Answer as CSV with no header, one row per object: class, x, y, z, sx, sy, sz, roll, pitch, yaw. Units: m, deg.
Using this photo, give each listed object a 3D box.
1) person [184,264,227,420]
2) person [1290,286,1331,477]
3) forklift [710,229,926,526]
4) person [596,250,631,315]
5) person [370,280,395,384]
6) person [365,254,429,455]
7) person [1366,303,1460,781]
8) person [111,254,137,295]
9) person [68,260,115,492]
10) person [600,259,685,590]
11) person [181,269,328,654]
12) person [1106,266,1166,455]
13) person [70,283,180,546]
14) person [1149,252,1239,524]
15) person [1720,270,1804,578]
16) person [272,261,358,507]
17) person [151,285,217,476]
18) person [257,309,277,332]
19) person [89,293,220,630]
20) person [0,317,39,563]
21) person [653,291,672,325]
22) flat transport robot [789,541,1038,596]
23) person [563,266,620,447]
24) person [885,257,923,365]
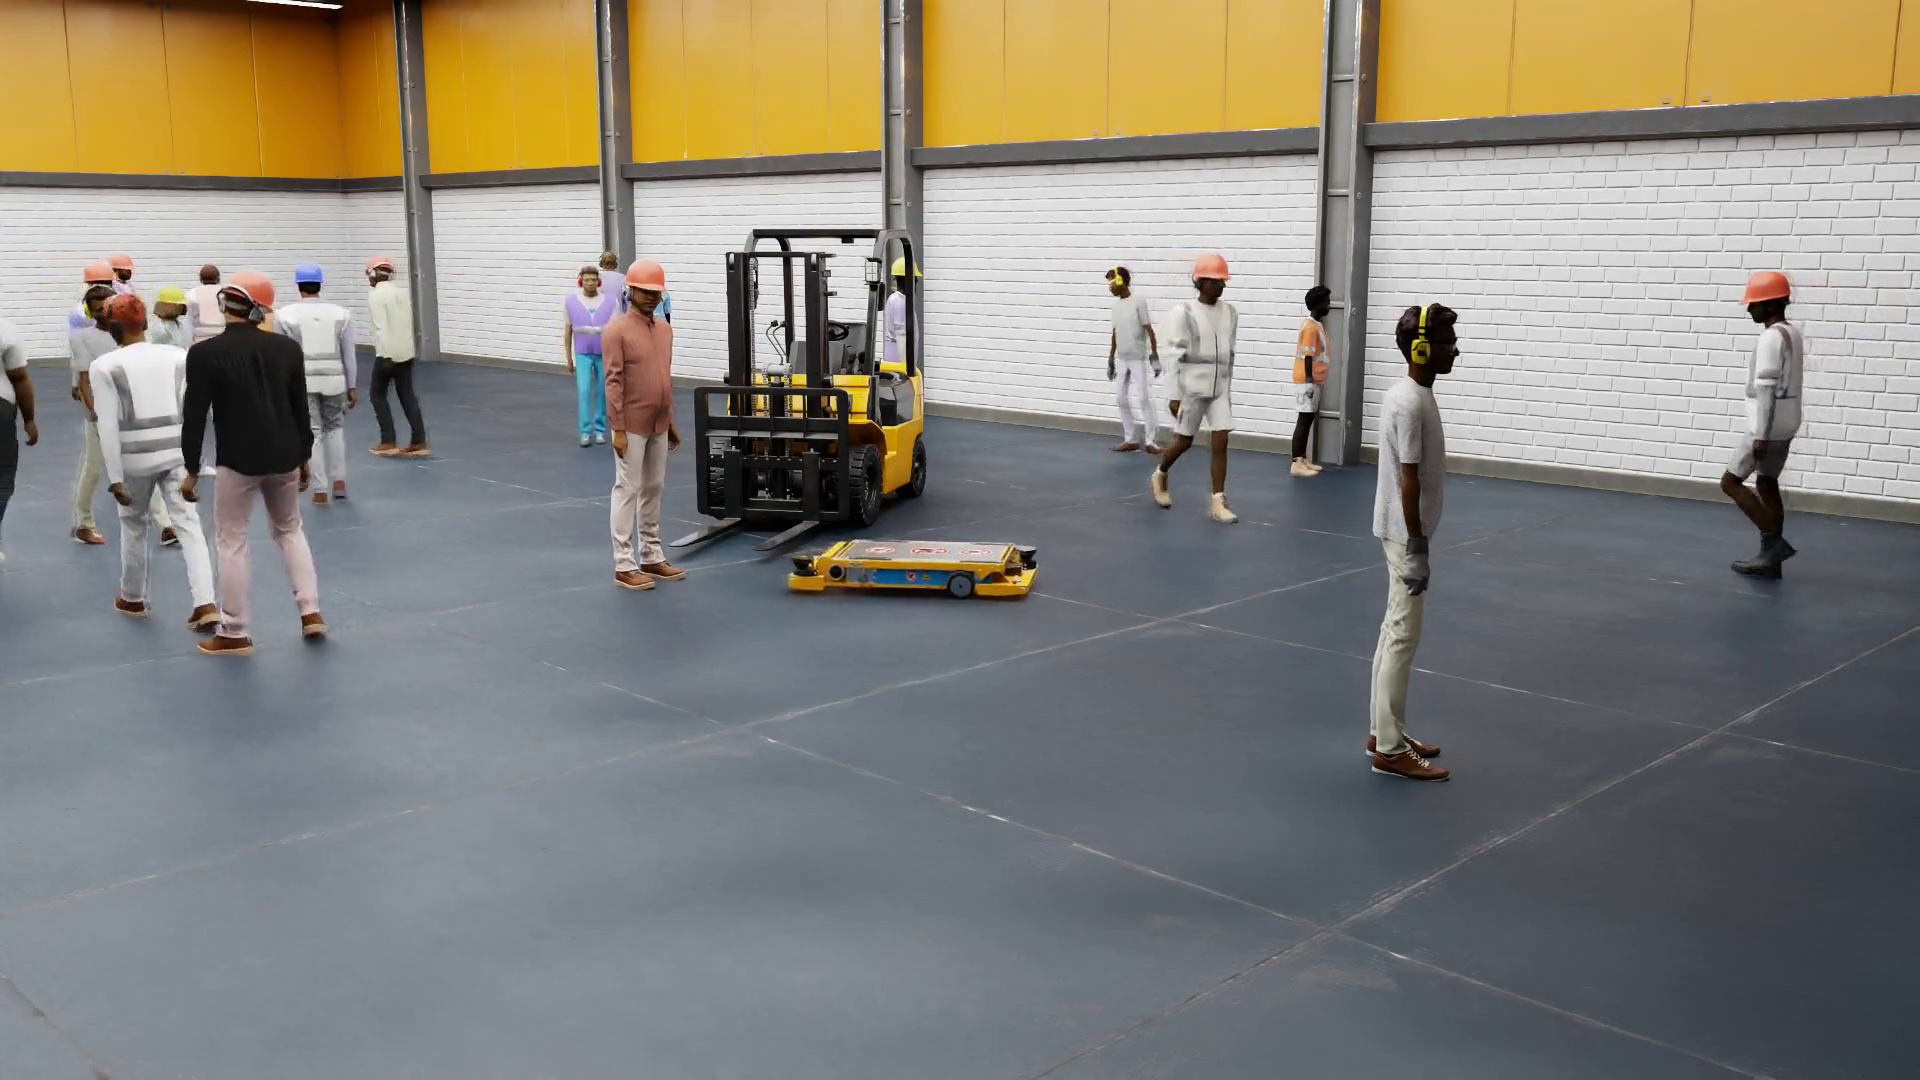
person,-8.499,-2.239,18.985,0.632,1.819,0.782,-4,11,-22
person,3.125,-1.409,14.796,0.317,1.695,0.538,4,11,20
forklift,-1.050,-1.319,12.920,1.214,2.155,2.313,2,11,13
person,-4.461,-2.717,21.237,0.635,1.937,0.352,-2,11,-11
person,-8.263,-3.061,23.948,0.268,1.632,0.506,7,12,33
person,-5.471,-1.780,16.092,0.671,1.944,0.638,3,11,15
person,1.804,0.004,6.591,0.327,1.872,0.517,2,11,11
person,-10.446,-2.621,20.860,0.873,1.896,0.560,2,11,13
person,-7.068,-1.344,13.798,0.505,1.919,0.542,10,14,44
person,-1.918,-0.706,10.134,0.392,1.990,0.612,5,12,27
person,-3.621,-0.395,8.555,0.394,1.965,0.693,8,13,37
person,1.728,-1.735,16.210,0.376,1.828,0.702,-9,14,-40
person,-5.757,-0.835,11.347,0.980,1.805,0.507,6,12,29
person,1.791,-1.167,12.607,0.622,2.019,0.935,-5,11,-25
person,4.985,-0.704,10.315,0.416,1.914,0.573,9,14,40
person,-5.114,-1.226,13.150,0.609,1.929,0.581,-7,13,-35
person,-7.044,-1.406,14.722,0.836,1.705,0.480,-1,10,-7
person,-7.110,-1.792,17.017,0.523,1.636,0.310,-6,12,-31
person,-4.389,-0.422,9.047,1.031,1.835,0.582,10,14,42
person,-6.175,-0.771,10.346,0.680,2.000,0.920,-2,11,-11
person,-4.117,-2.788,22.285,0.531,1.697,0.320,-5,12,-26
flat transport robot,-0.268,0.159,10.108,1.431,0.197,0.652,1,11,8
person,-3.687,-1.840,16.791,0.584,1.807,0.873,-3,11,-15
person,-0.527,-1.690,15.668,0.366,1.927,0.588,-1,10,-5
